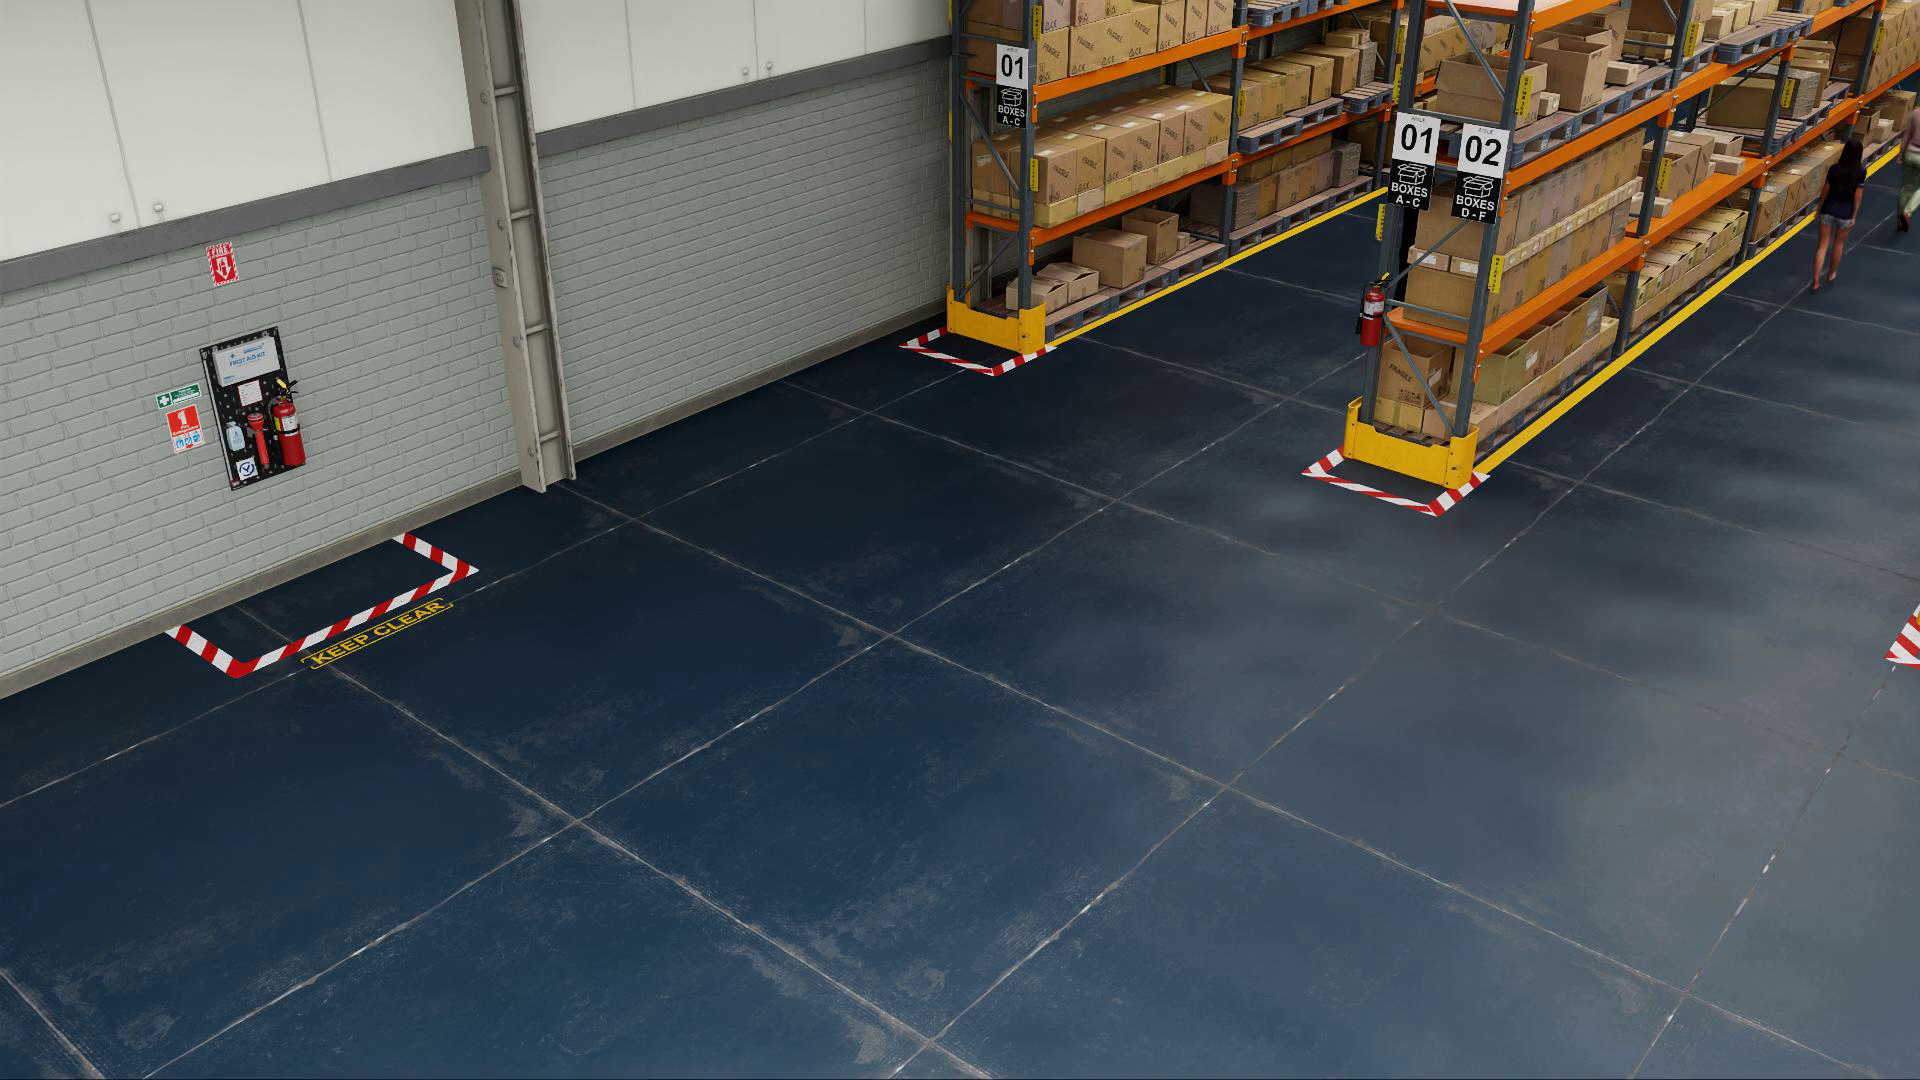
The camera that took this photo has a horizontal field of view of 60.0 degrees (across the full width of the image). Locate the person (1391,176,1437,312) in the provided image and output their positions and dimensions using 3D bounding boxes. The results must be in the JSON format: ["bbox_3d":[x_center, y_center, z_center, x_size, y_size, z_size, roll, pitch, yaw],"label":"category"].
[{"bbox_3d":[4.930,-3.100,18.025,0.653,1.756,0.679,-17,32,-29],"label":"person"}]

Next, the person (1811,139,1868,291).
[{"bbox_3d":[10.106,-3.723,19.217,0.673,1.735,0.983,17,33,29],"label":"person"}]

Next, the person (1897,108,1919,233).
[{"bbox_3d":[12.160,-4.803,21.112,0.709,1.861,0.895,24,36,38],"label":"person"}]
